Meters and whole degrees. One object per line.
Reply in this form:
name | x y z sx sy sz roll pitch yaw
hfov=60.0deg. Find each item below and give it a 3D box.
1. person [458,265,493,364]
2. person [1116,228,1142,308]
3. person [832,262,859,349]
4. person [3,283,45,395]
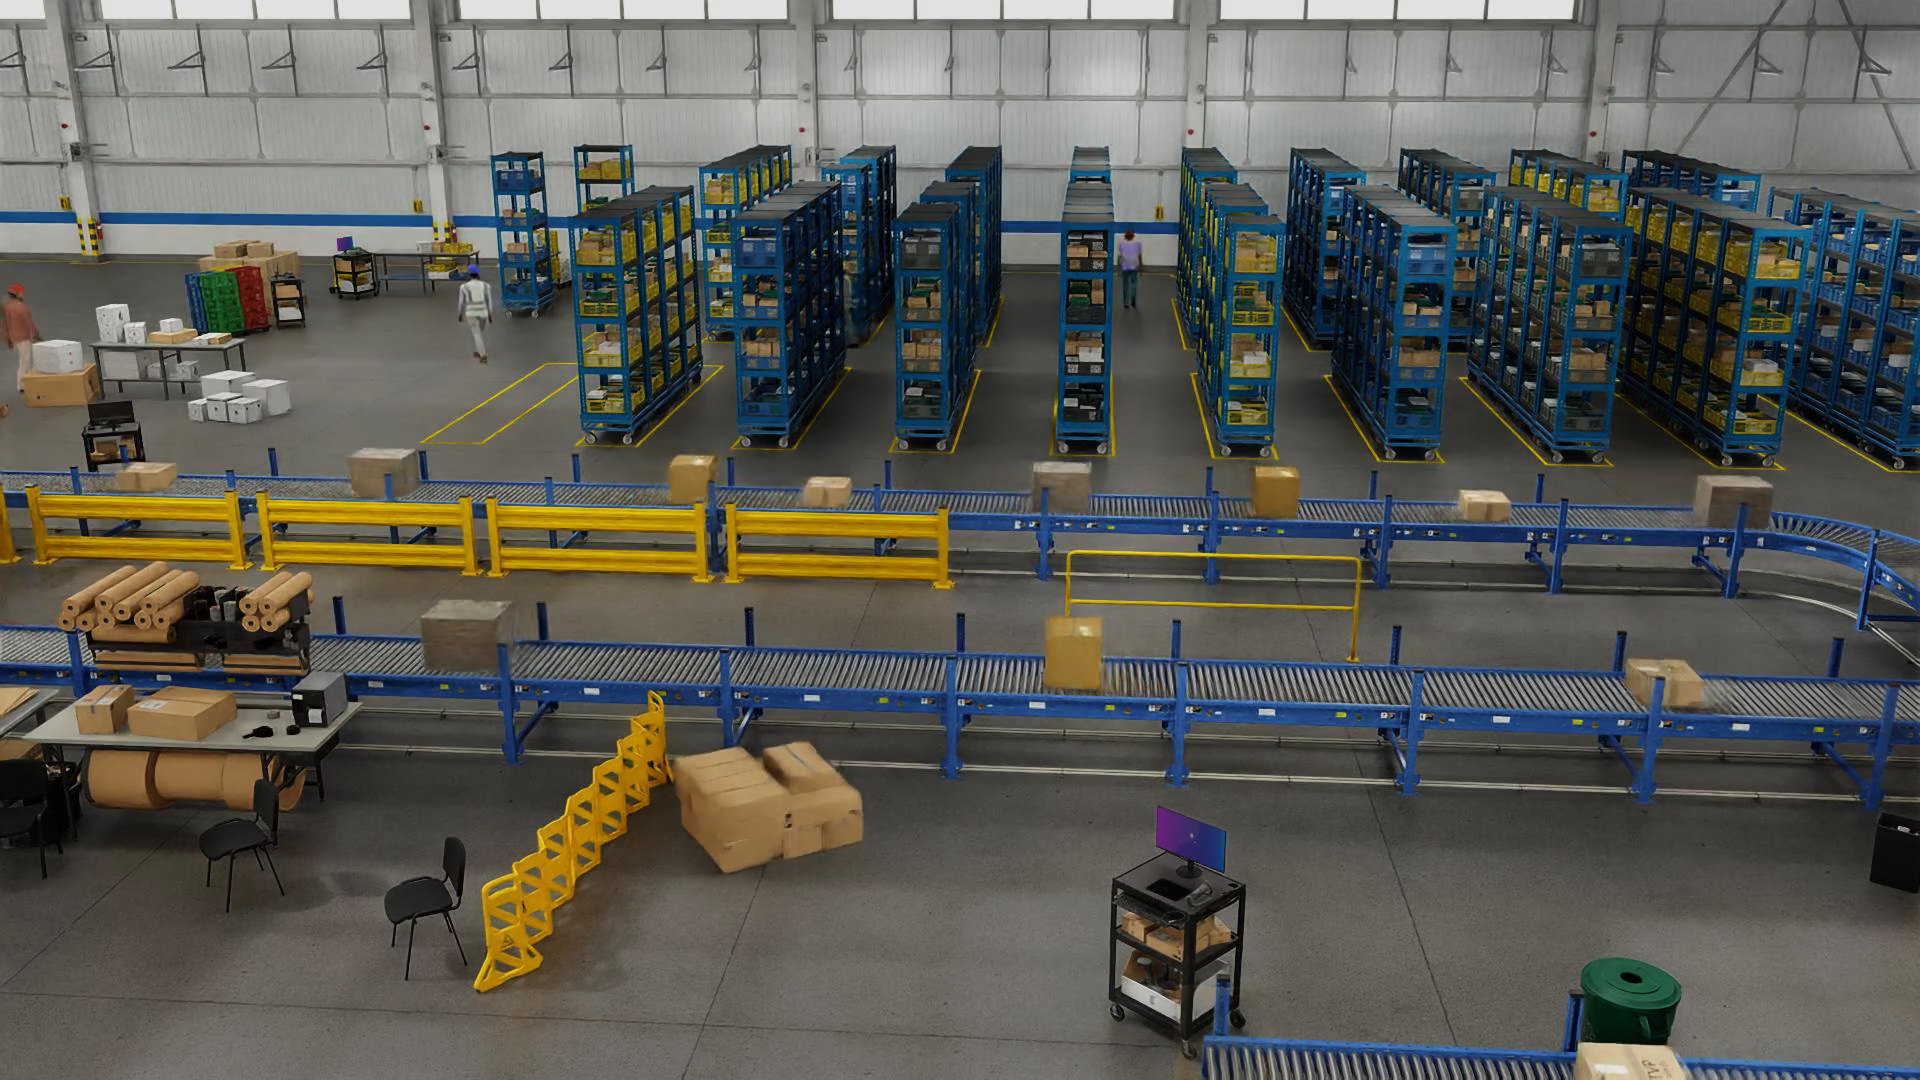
person | -9.443 -4.419 32.490 0.606 1.902 1.012 -14 22 -37
person | 3.917 -6.282 38.488 0.604 1.829 0.457 -1 18 -3
person | -2.475 -4.770 33.764 0.912 1.781 0.623 2 18 5
person | -16.711 -3.630 29.864 0.641 1.962 0.878 11 20 31
